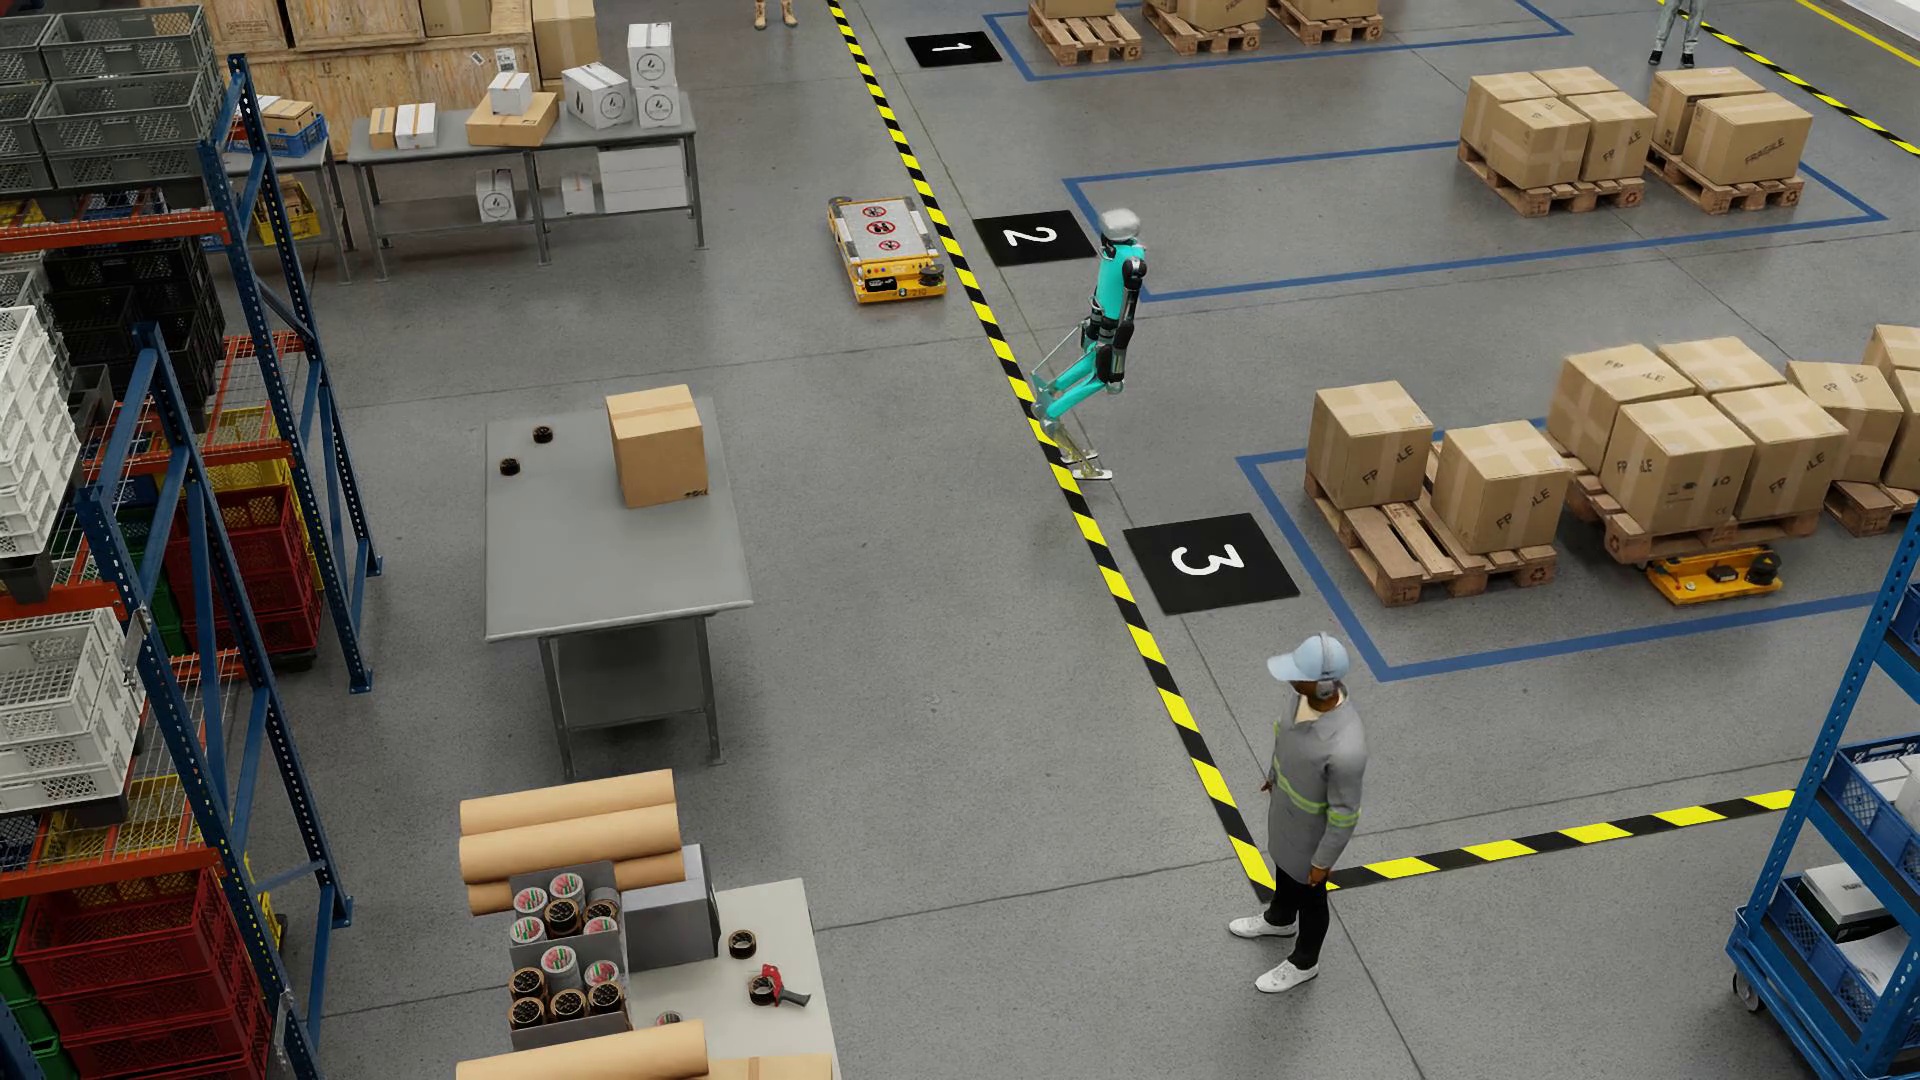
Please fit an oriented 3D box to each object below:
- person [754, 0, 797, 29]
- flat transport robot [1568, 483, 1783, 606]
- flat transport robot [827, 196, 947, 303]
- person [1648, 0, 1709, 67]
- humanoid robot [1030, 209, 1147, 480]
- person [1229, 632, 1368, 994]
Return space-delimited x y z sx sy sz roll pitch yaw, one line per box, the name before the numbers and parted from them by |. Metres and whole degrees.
person | -1.850 -6.011 16.144 0.611 2.047 0.361 -8 37 -10
flat transport robot | 4.113 -0.159 9.745 0.652 0.197 1.431 -8 37 -10
flat transport robot | -0.570 -2.220 12.538 0.659 0.231 1.431 -8 37 -10
person | 6.806 -5.301 15.363 0.599 1.836 0.404 9 38 12
humanoid robot | 0.681 -1.107 9.702 0.735 1.673 0.533 -7 37 -10
person | 1.364 1.105 6.743 0.394 1.849 0.596 -7 37 -9
